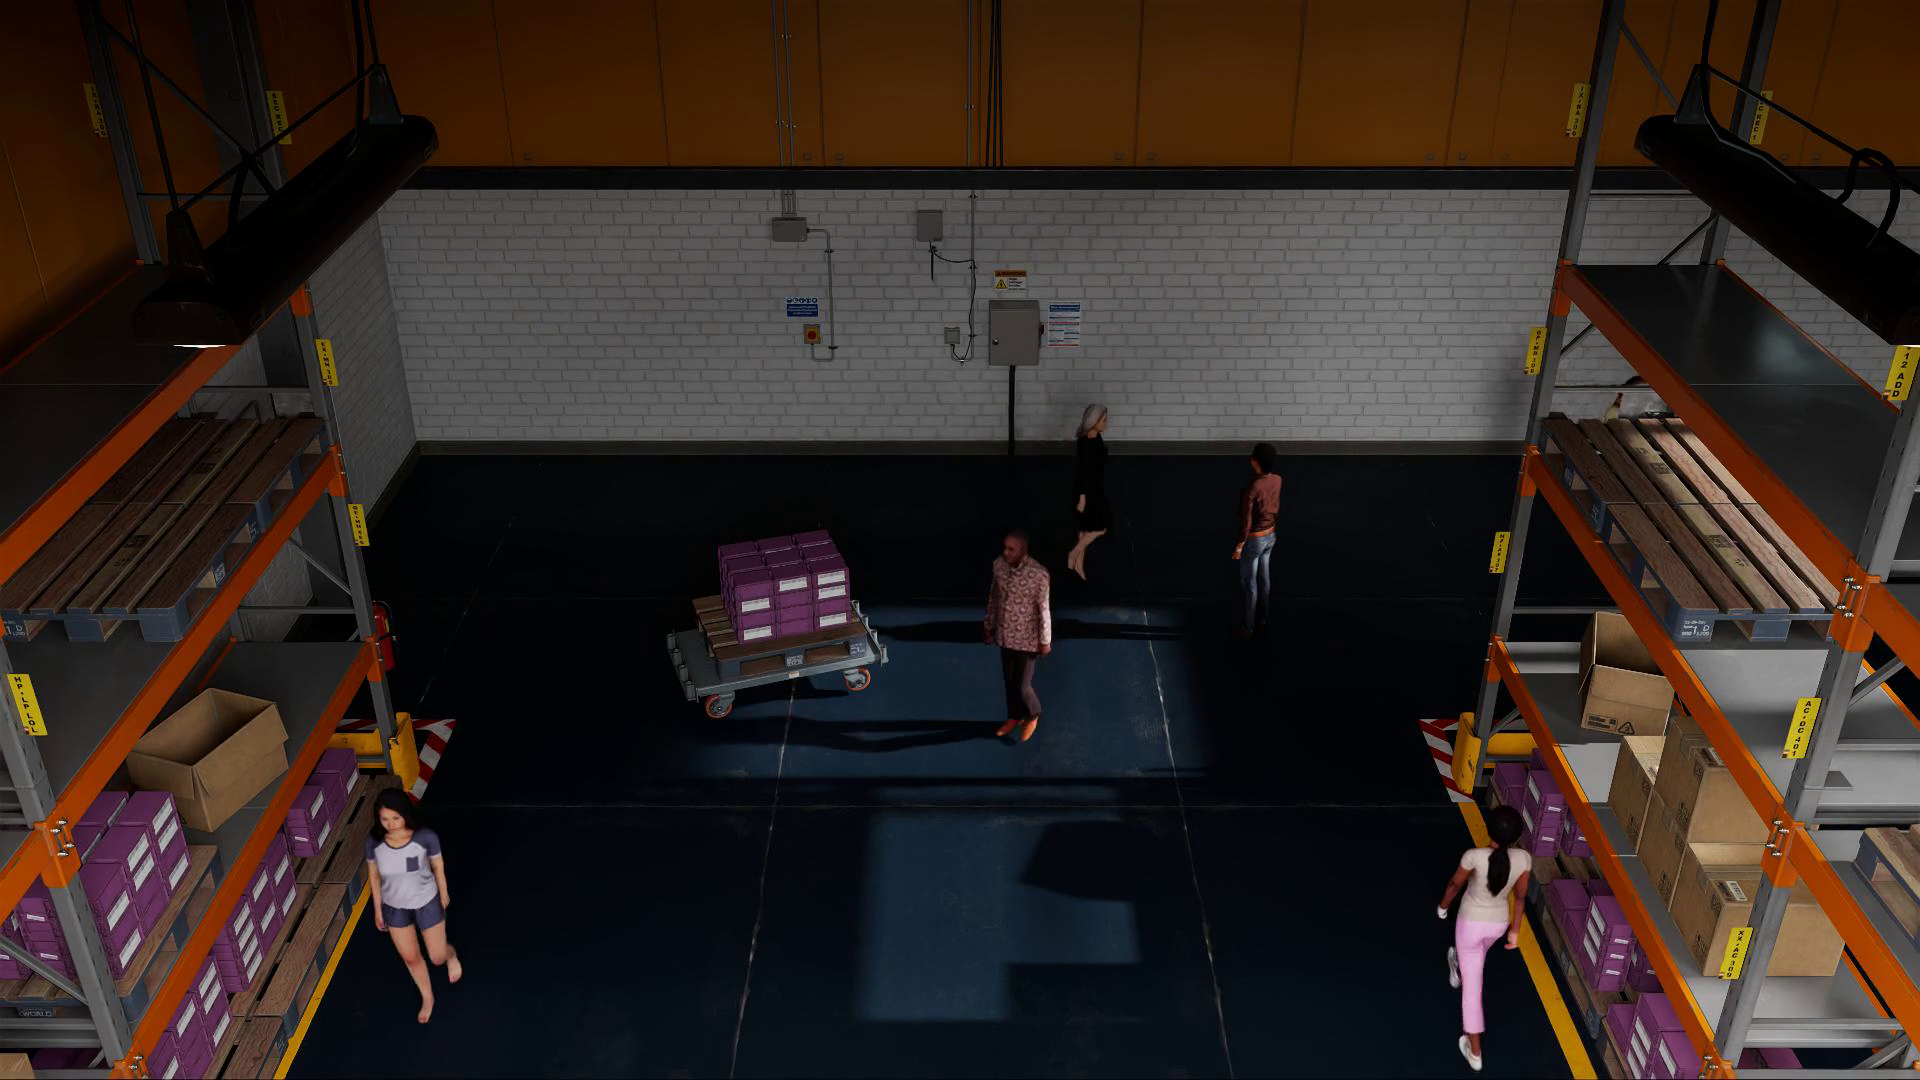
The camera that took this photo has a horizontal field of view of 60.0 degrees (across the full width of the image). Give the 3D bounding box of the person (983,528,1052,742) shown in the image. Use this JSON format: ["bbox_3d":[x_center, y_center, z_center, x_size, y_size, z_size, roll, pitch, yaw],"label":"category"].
[{"bbox_3d":[0.507,0.685,12.715,0.820,1.793,0.859,21,35,34],"label":"person"}]

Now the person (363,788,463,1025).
[{"bbox_3d":[-3.313,2.148,10.136,0.594,1.695,0.678,-1,29,-2],"label":"person"}]

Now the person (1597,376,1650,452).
[{"bbox_3d":[6.099,-0.766,15.465,0.696,1.707,0.763,-7,29,-12],"label":"person"}]

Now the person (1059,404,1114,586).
[{"bbox_3d":[1.059,-0.410,14.786,0.773,1.732,0.746,10,30,18],"label":"person"}]

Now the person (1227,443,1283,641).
[{"bbox_3d":[2.499,0.006,13.974,0.707,1.779,0.750,-23,36,-36],"label":"person"}]

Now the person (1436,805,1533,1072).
[{"bbox_3d":[3.085,2.348,9.770,0.642,1.694,1.148,-2,29,-4],"label":"person"}]
